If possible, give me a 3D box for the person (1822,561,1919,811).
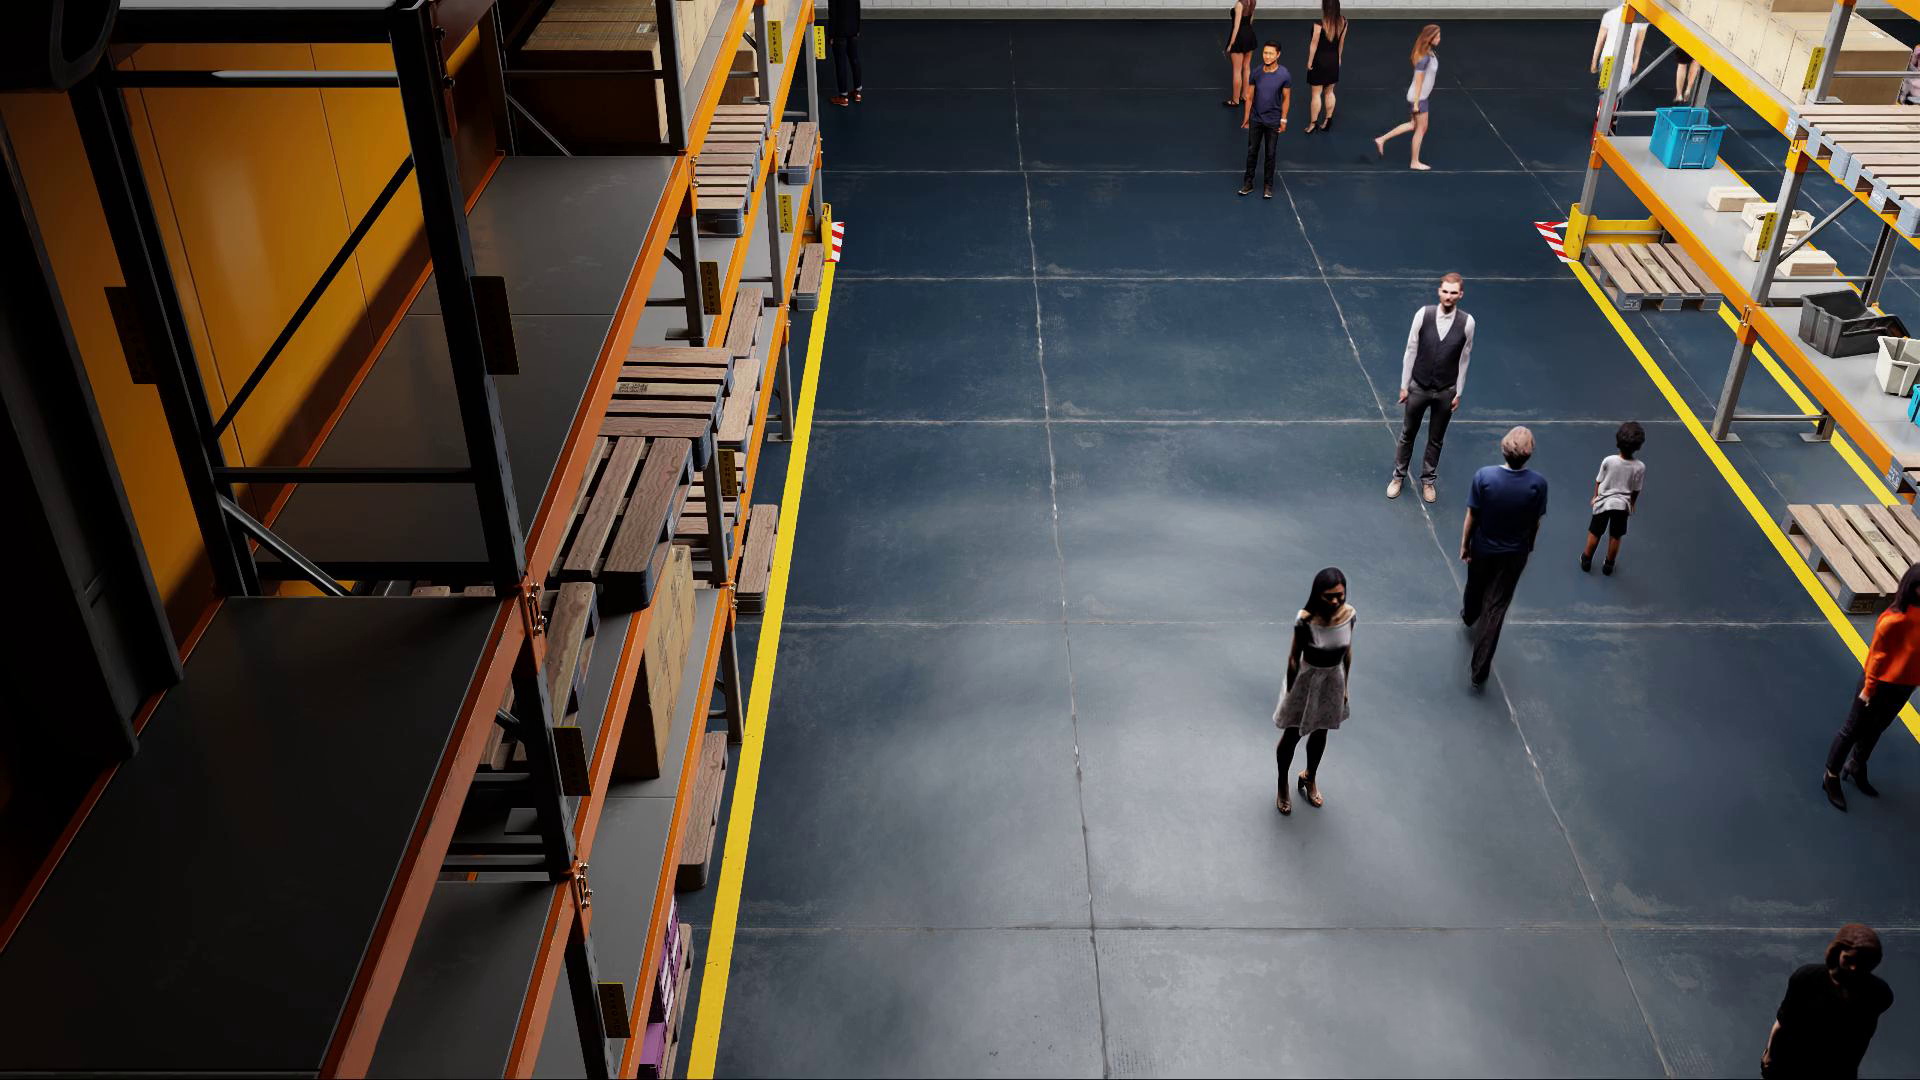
[{"bbox_3d":[5.704,0.874,10.241,0.696,1.747,0.687,-13,36,-19],"label":"person"}]

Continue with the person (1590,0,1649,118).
[{"bbox_3d":[8.040,-5.859,20.299,1.037,1.827,1.167,21,39,28],"label":"person"}]

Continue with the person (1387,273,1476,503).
[{"bbox_3d":[3.762,-1.233,13.239,0.711,1.938,0.661,9,35,13],"label":"person"}]

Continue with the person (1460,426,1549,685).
[{"bbox_3d":[3.655,0.138,11.288,0.967,1.815,1.311,11,35,16],"label":"person"}]

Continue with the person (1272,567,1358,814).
[{"bbox_3d":[2.163,0.918,10.149,0.713,1.775,0.715,-8,34,-12],"label":"person"}]

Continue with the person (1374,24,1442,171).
[{"bbox_3d":[5.240,-5.137,19.322,0.848,1.706,0.944,10,35,15],"label":"person"}]

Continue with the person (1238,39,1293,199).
[{"bbox_3d":[3.430,-4.728,18.629,0.714,1.791,0.653,12,36,18],"label":"person"}]

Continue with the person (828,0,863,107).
[{"bbox_3d":[-1.471,-6.500,21.270,0.780,1.818,0.840,-29,43,-36],"label":"person"}]

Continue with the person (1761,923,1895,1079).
[{"bbox_3d":[4.043,2.450,7.908,0.635,1.706,0.578,9,35,13],"label":"person"}]

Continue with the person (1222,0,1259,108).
[{"bbox_3d":[3.597,-6.381,21.223,0.738,1.672,0.673,27,42,35],"label":"person"}]

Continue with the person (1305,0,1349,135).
[{"bbox_3d":[4.470,-5.818,20.340,0.742,1.712,0.757,-16,37,-22],"label":"person"}]

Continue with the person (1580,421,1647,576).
[{"bbox_3d":[4.903,-0.307,12.461,0.529,1.257,0.552,8,35,12],"label":"person"}]
